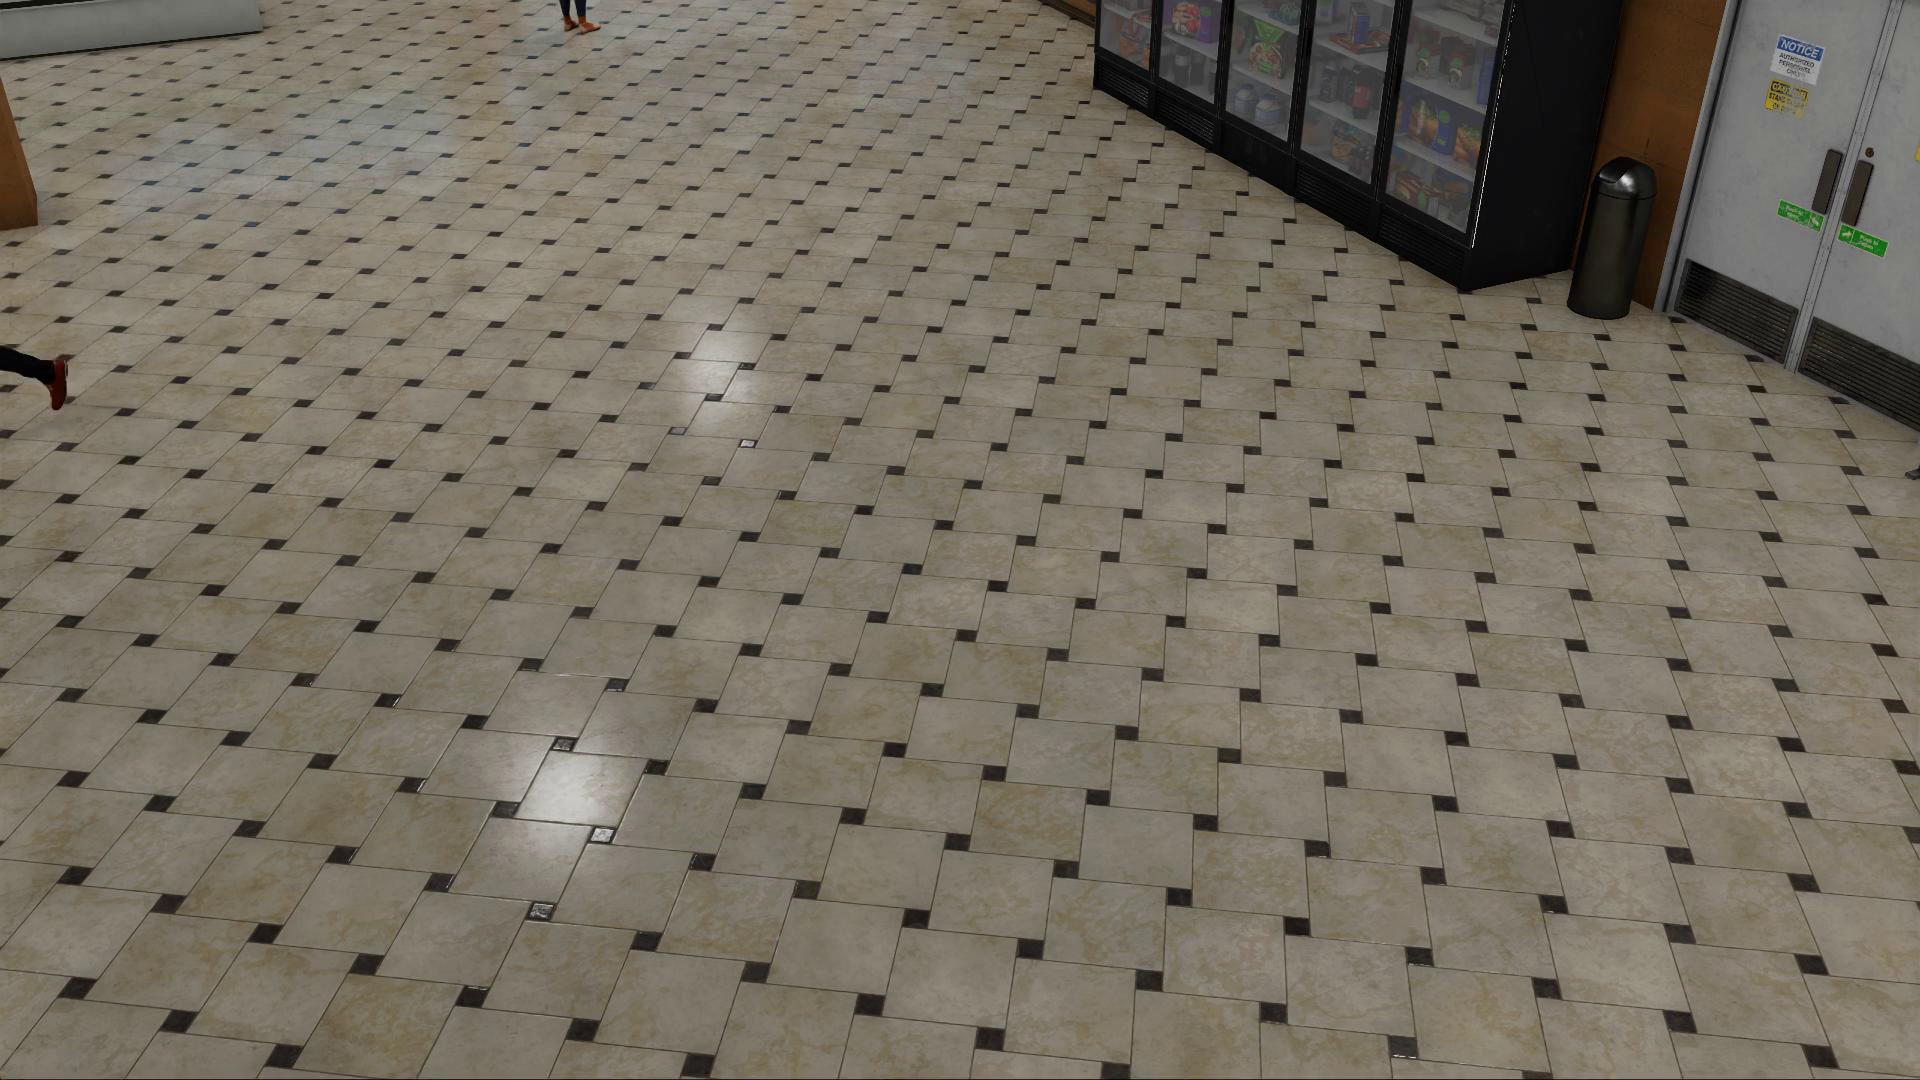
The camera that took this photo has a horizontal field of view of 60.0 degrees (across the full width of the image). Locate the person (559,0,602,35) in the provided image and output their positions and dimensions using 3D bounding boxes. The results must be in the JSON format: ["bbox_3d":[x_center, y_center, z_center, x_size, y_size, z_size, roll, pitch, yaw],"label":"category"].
[{"bbox_3d":[-3.802,-5.845,16.093,0.675,1.790,0.710,15,35,23],"label":"person"}]
